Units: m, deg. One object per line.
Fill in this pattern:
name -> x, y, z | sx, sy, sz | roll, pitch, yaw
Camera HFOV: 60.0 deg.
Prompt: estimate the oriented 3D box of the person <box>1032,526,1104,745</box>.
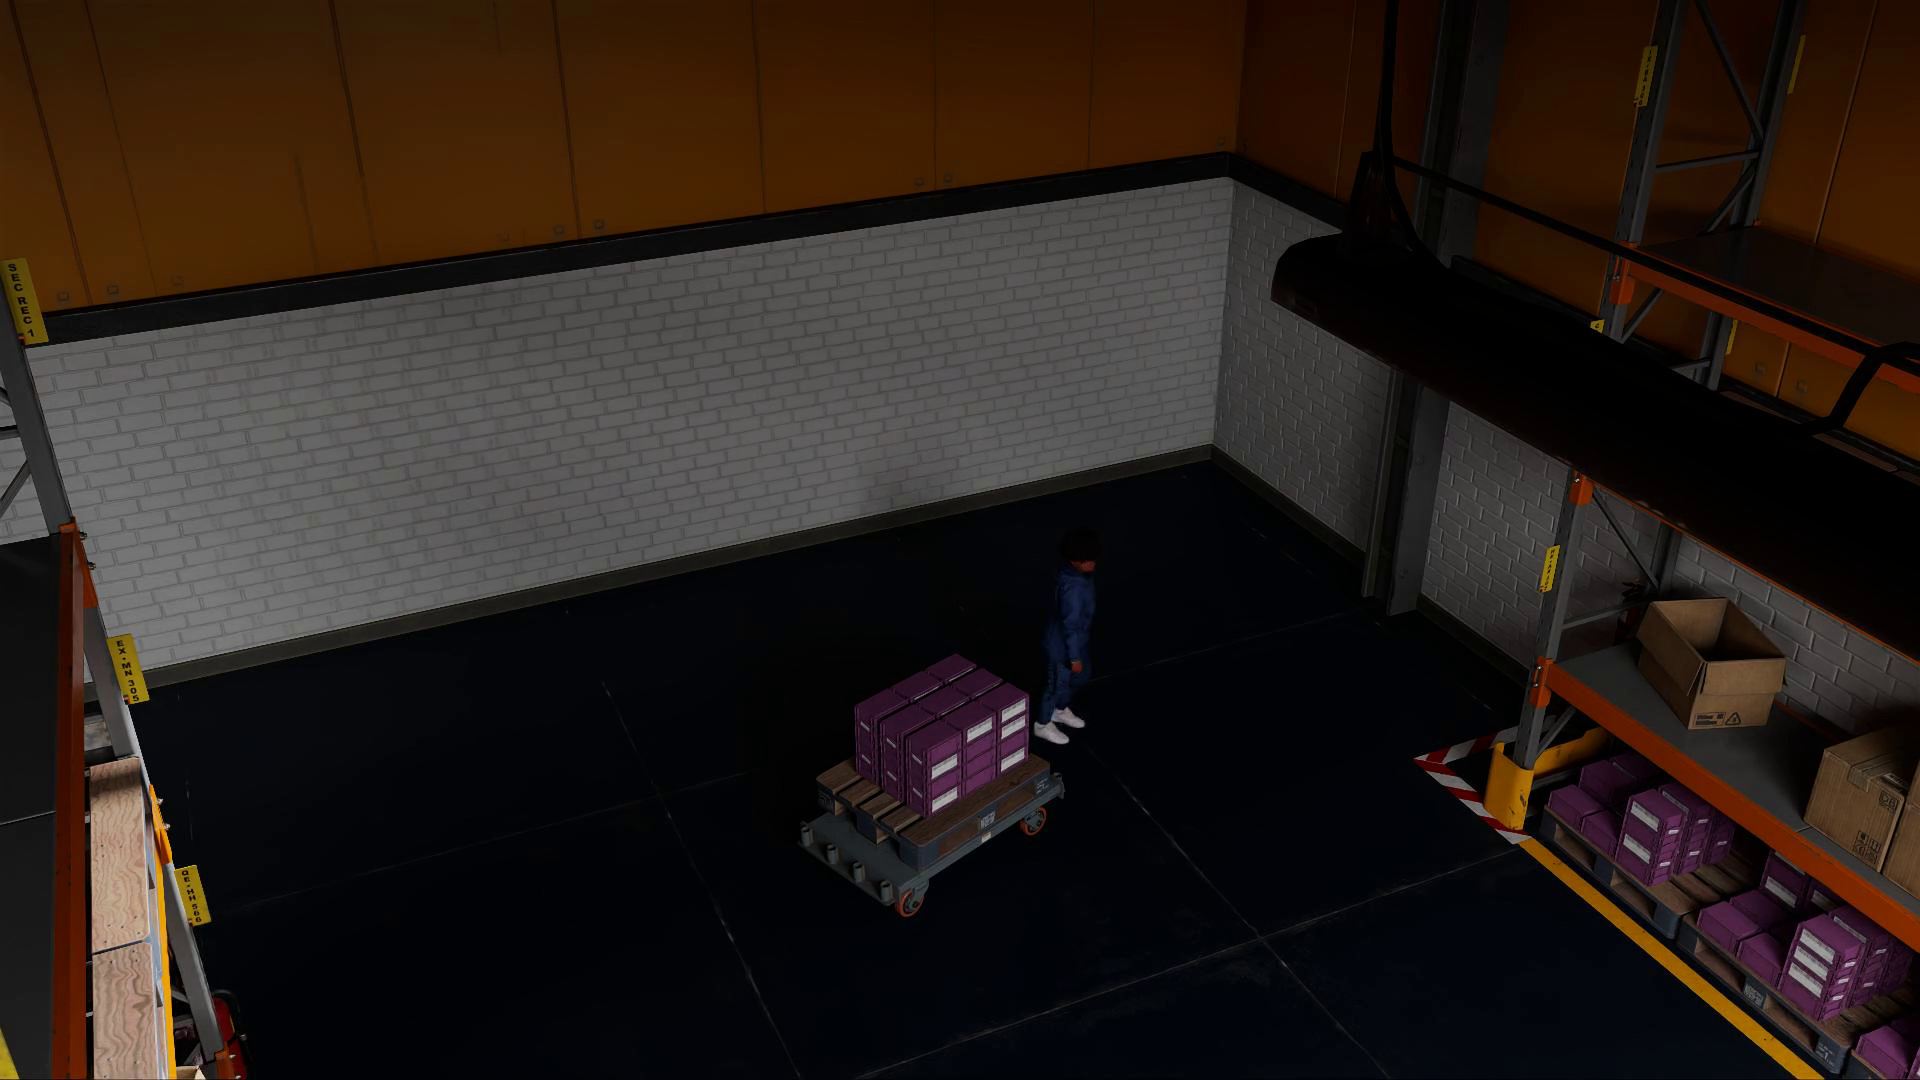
person -> 0.710, 0.672, 11.837 | 0.919, 1.786, 0.857 | 3, 29, 6
